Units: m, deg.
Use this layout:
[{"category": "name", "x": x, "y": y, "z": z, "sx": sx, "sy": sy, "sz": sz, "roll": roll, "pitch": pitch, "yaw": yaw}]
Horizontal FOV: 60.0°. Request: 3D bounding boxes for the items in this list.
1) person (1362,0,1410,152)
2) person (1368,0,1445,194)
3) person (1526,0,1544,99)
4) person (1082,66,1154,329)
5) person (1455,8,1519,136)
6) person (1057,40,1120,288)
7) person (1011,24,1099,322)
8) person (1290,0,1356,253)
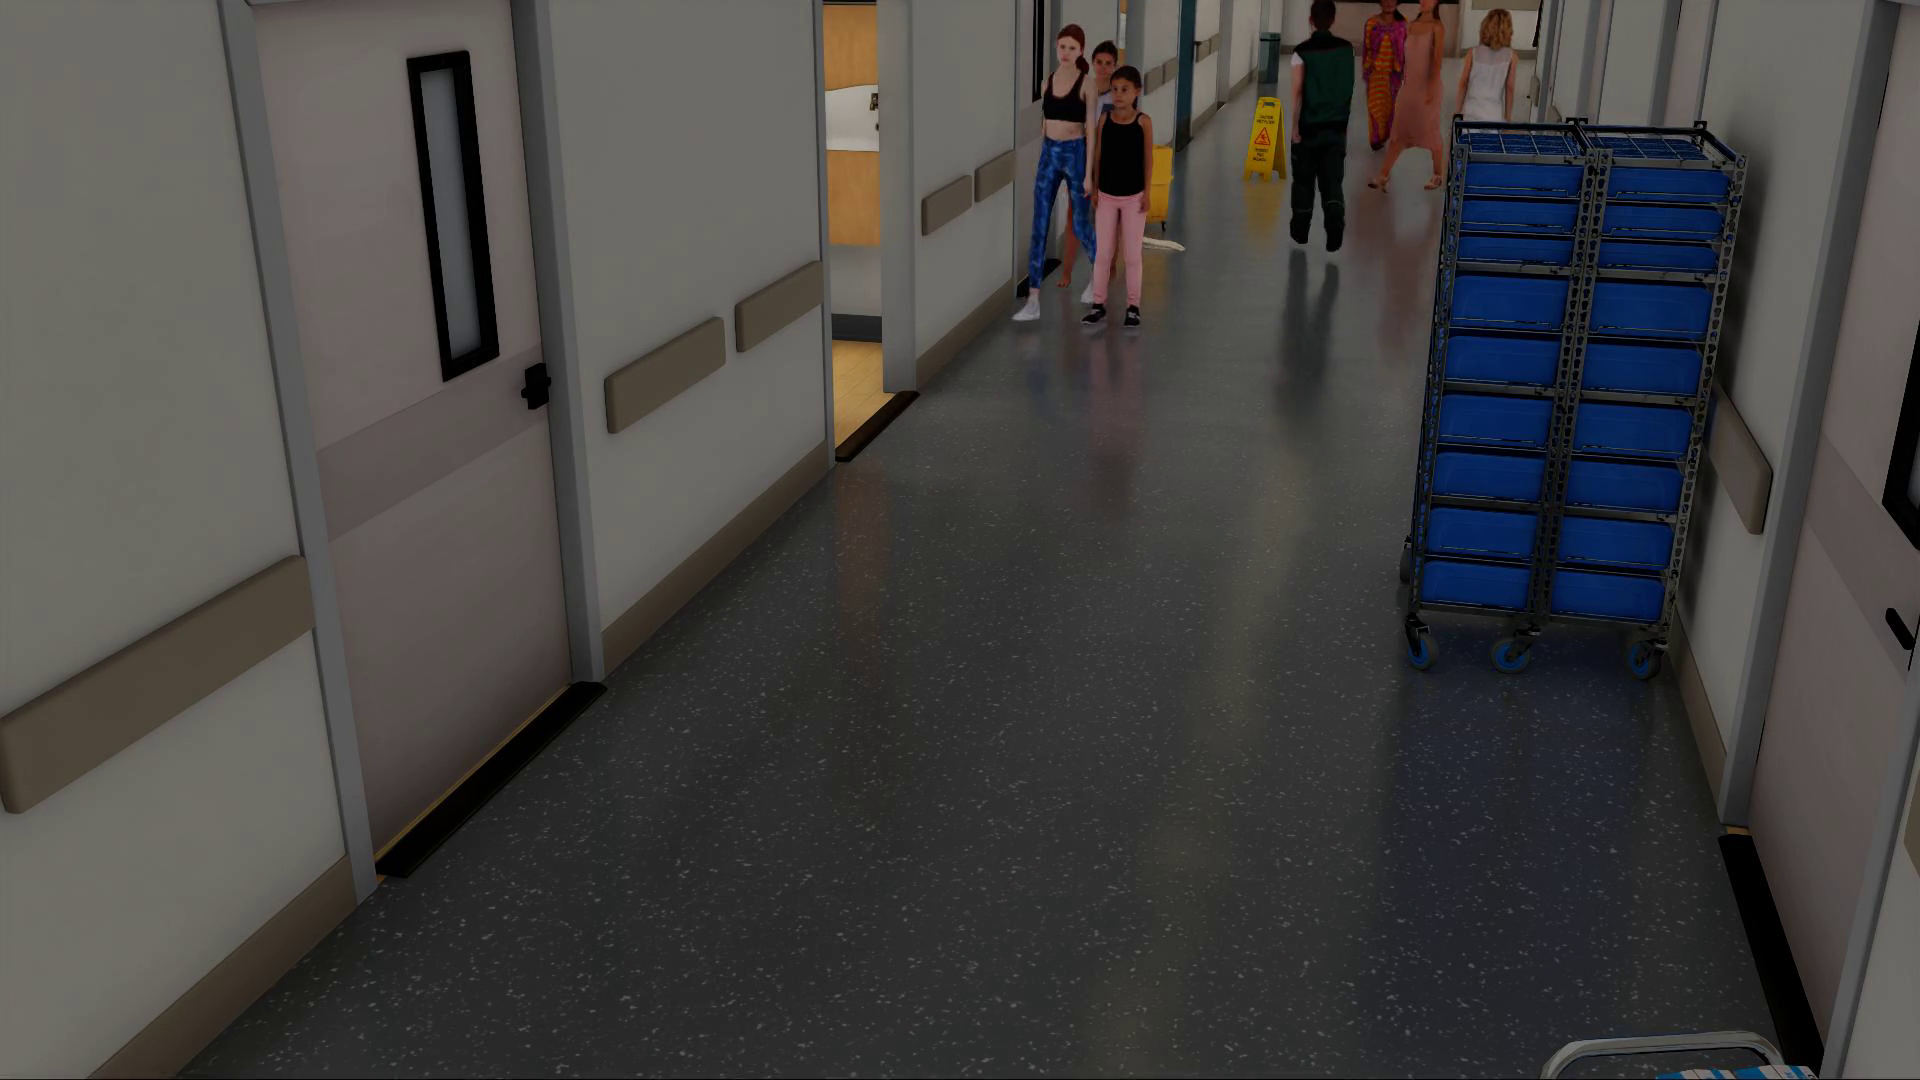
[{"category": "person", "x": 4.548, "y": -5.040, "z": 17.735, "sx": 0.812, "sy": 1.676, "sz": 1.188, "roll": 0, "pitch": 21, "yaw": 1}, {"category": "person", "x": 4.154, "y": -3.946, "z": 14.723, "sx": 1.185, "sy": 1.778, "sz": 1.060, "roll": -14, "pitch": 25, "yaw": -33}, {"category": "person", "x": 7.966, "y": -6.821, "z": 22.518, "sx": 0.738, "sy": 1.634, "sz": 0.806, "roll": -13, "pitch": 24, "yaw": -31}, {"category": "person", "x": 0.978, "y": -2.074, "z": 10.085, "sx": 0.540, "sy": 1.563, "sz": 0.501, "roll": 6, "pitch": 22, "yaw": 16}, {"category": "person", "x": 4.330, "y": -3.519, "z": 13.801, "sx": 0.652, "sy": 1.634, "sz": 1.090, "roll": 4, "pitch": 21, "yaw": 10}, {"category": "person", "x": 0.974, "y": -2.499, "z": 11.157, "sx": 0.666, "sy": 1.599, "sz": 0.776, "roll": 11, "pitch": 23, "yaw": 27}, {"category": "person", "x": 0.712, "y": -2.230, "z": 10.251, "sx": 0.864, "sy": 1.737, "sz": 1.279, "roll": 14, "pitch": 25, "yaw": 32}, {"category": "person", "x": 2.677, "y": -3.020, "z": 12.227, "sx": 0.903, "sy": 1.814, "sz": 1.213, "roll": -1, "pitch": 21, "yaw": -3}]
